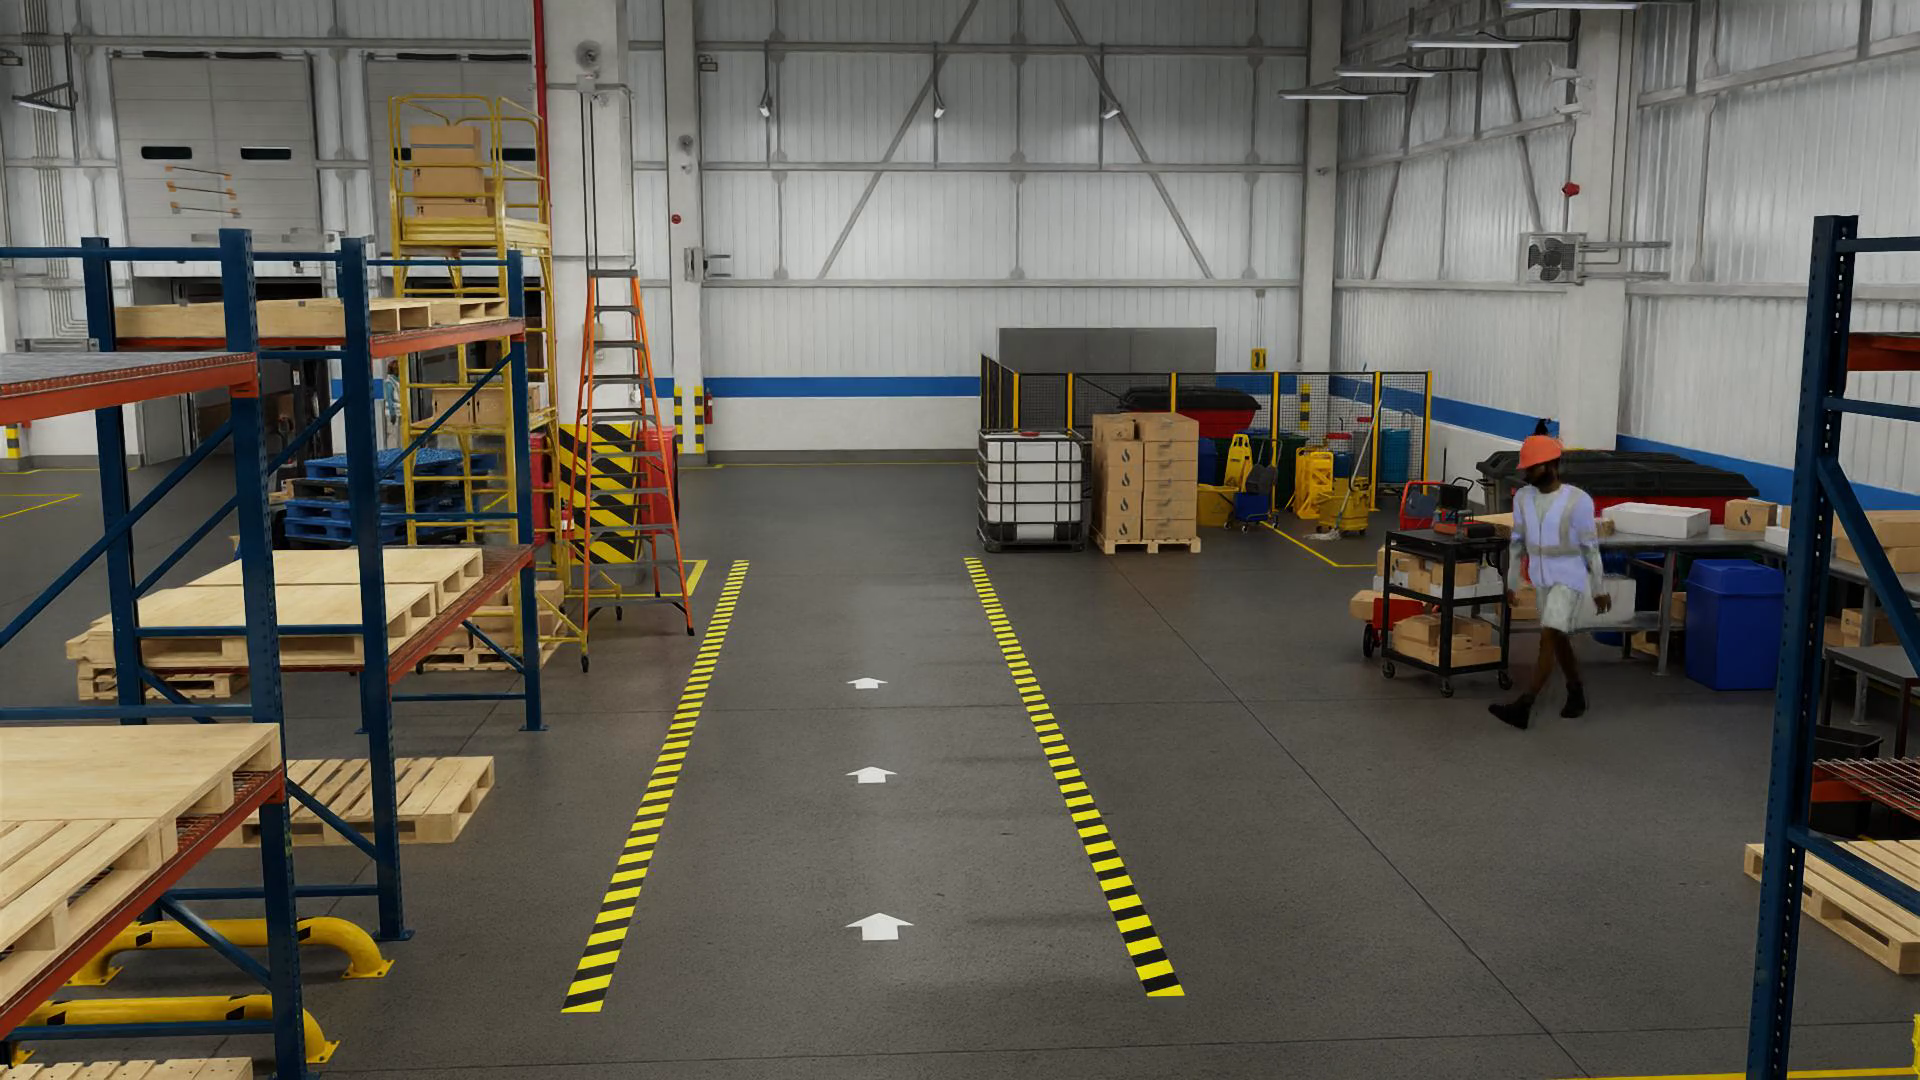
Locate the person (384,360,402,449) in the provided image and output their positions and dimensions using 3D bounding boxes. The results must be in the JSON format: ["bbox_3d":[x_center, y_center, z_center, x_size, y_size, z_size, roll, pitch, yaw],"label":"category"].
[{"bbox_3d":[-8.308,-1.828,24.496,0.311,1.639,0.514,0,9,-2],"label":"person"}]

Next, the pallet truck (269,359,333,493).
[{"bbox_3d":[-7.062,-1.131,18.996,1.885,1.965,0.823,2,9,13],"label":"pallet truck"}]

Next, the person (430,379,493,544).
[{"bbox_3d":[-4.894,-0.573,15.820,1.000,1.885,0.651,-4,10,-23],"label":"person"}]

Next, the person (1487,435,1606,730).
[{"bbox_3d":[3.764,0.266,10.605,1.002,1.862,0.598,-6,11,-33],"label":"person"}]
